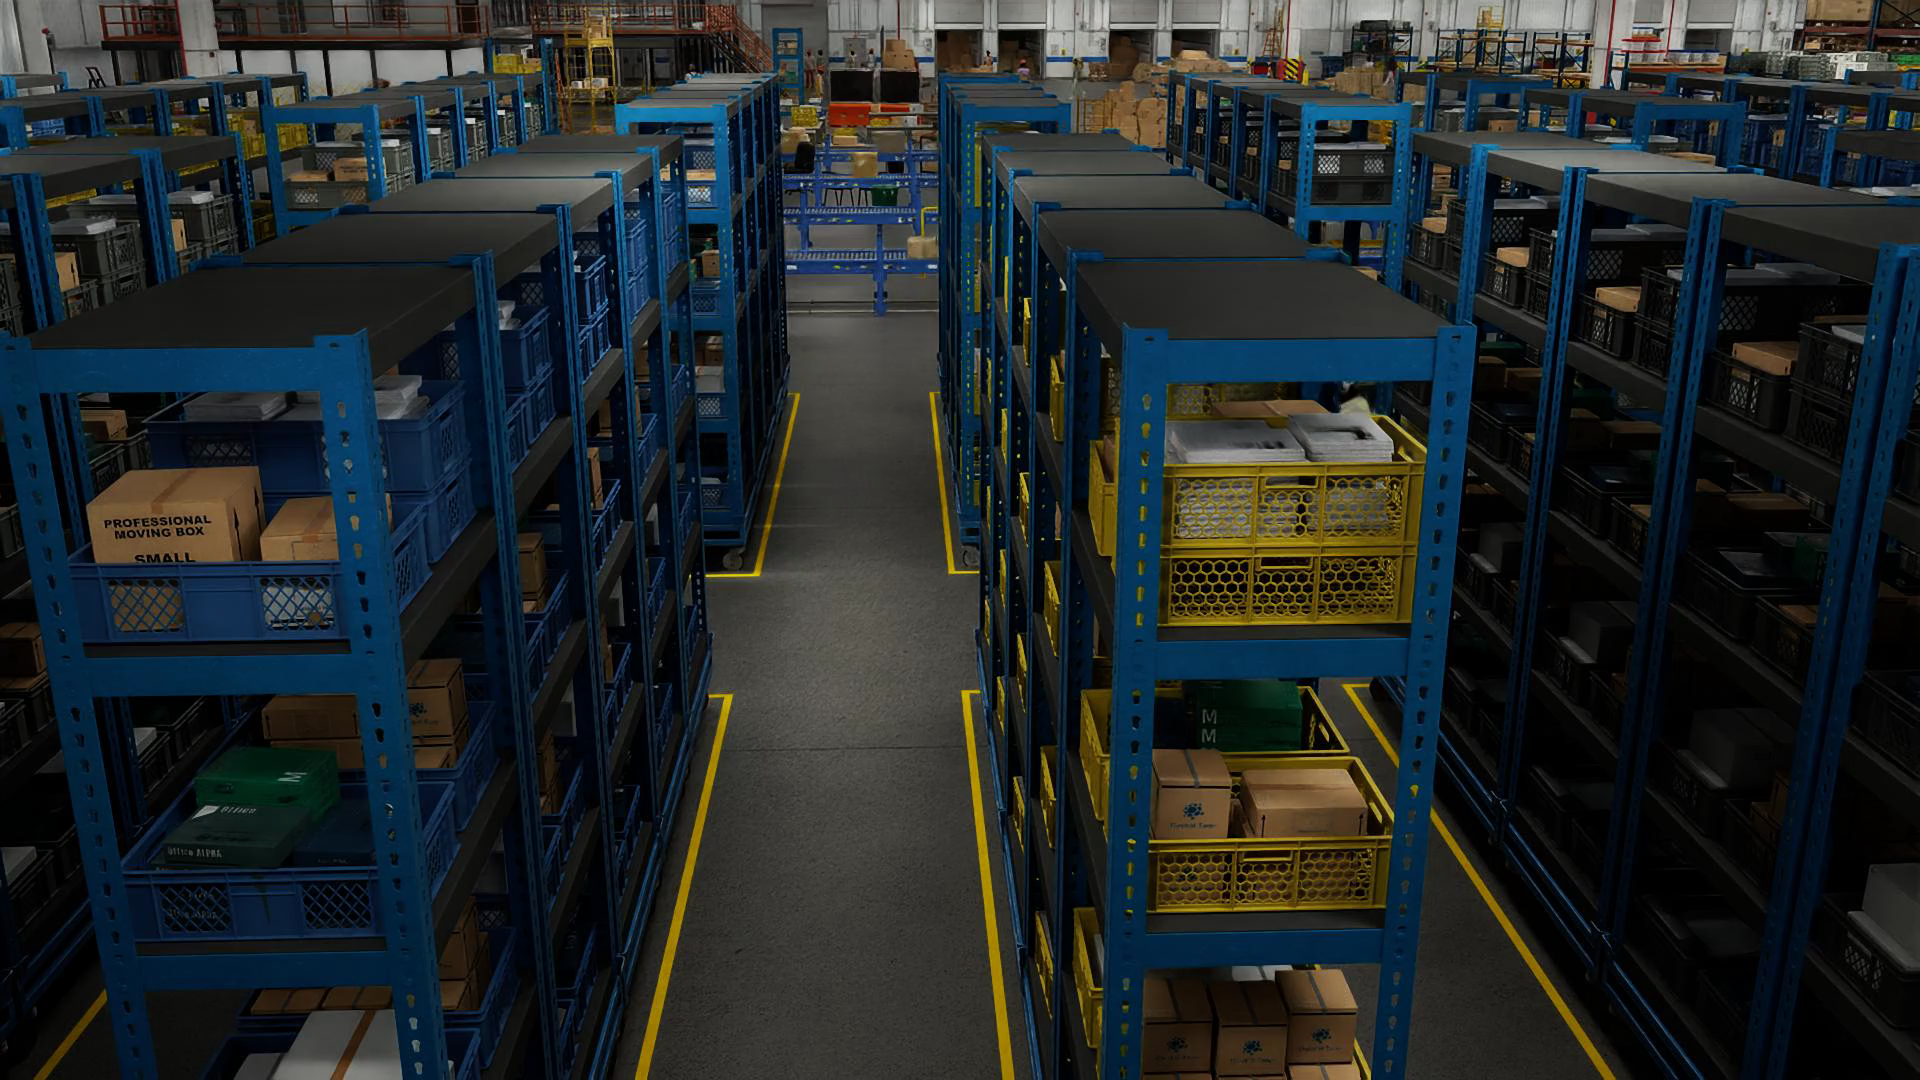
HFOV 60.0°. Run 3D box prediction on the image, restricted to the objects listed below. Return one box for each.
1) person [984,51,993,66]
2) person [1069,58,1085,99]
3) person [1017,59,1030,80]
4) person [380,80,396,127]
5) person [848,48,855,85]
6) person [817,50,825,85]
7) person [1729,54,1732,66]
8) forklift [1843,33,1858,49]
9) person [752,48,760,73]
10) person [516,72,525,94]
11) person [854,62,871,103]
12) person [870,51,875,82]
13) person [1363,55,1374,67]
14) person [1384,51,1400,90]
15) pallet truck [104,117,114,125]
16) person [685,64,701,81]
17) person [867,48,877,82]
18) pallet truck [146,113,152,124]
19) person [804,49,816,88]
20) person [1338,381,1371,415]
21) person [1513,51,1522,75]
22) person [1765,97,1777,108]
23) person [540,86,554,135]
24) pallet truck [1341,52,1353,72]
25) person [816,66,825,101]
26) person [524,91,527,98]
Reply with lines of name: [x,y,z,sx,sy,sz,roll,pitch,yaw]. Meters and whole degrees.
person: [1.612,-26.936,94.526,0.530,1.689,0.322,2,18,6]
person: [5.453,-21.480,77.394,0.782,1.852,0.523,-6,19,-17]
person: [2.623,-18.970,69.312,0.609,2.040,0.394,-12,21,-33]
person: [-19.093,-14.323,55.256,0.969,1.847,0.591,2,18,6]
person: [-5.874,-25.827,90.711,0.366,1.927,0.585,5,19,16]
person: [-7.563,-25.635,90.252,0.429,1.846,0.625,-3,18,-10]
person: [37.748,-22.908,81.682,0.577,1.921,0.640,-2,18,-6]
forklift: [44.508,-23.936,83.335,1.873,2.768,1.129,-2,18,-7]
person: [-11.107,-25.851,90.754,0.404,1.945,0.615,8,19,23]
person: [-16.796,-16.950,63.313,0.860,1.896,0.607,-4,18,-12]
person: [-4.116,-19.331,70.688,0.666,1.881,0.955,-11,21,-30]
person: [-4.972,-26.582,93.327,0.383,1.751,0.534,-10,21,-29]
person: [20.094,-22.985,82.075,0.647,1.827,0.583,-10,21,-29]
person: [22.258,-24.154,85.514,1.024,1.934,0.645,-2,18,-6]
pallet truck: [-18.367,-7.885,35.078,1.885,1.965,0.823,1,18,2]
person: [-10.427,-17.547,64.909,0.676,2.000,0.536,-11,21,-31]
person: [-4.859,-26.105,91.582,0.573,1.918,0.439,1,18,3]
pallet truck: [-18.087,-8.309,36.390,1.885,1.965,0.823,-1,18,-4]
person: [-7.858,-24.622,86.875,0.624,1.992,0.390,4,18,13]
person: [2.927,-0.475,12.448,0.623,1.816,0.604,6,19,19]
person: [29.384,-24.778,87.549,0.423,1.873,0.599,-11,21,-32]
person: [25.352,-13.199,52.083,0.866,1.631,0.576,-9,20,-27]
person: [-13.872,-14.436,55.720,0.529,1.768,0.312,-10,20,-28]
pallet truck: [18.794,-23.123,82.231,0.823,1.965,1.885,-13,22,-35]
person: [-5.466,-17.677,65.478,0.362,1.935,0.551,-3,18,-9]
person: [-12.675,-12.113,48.404,0.617,1.857,0.546,17,24,42]
